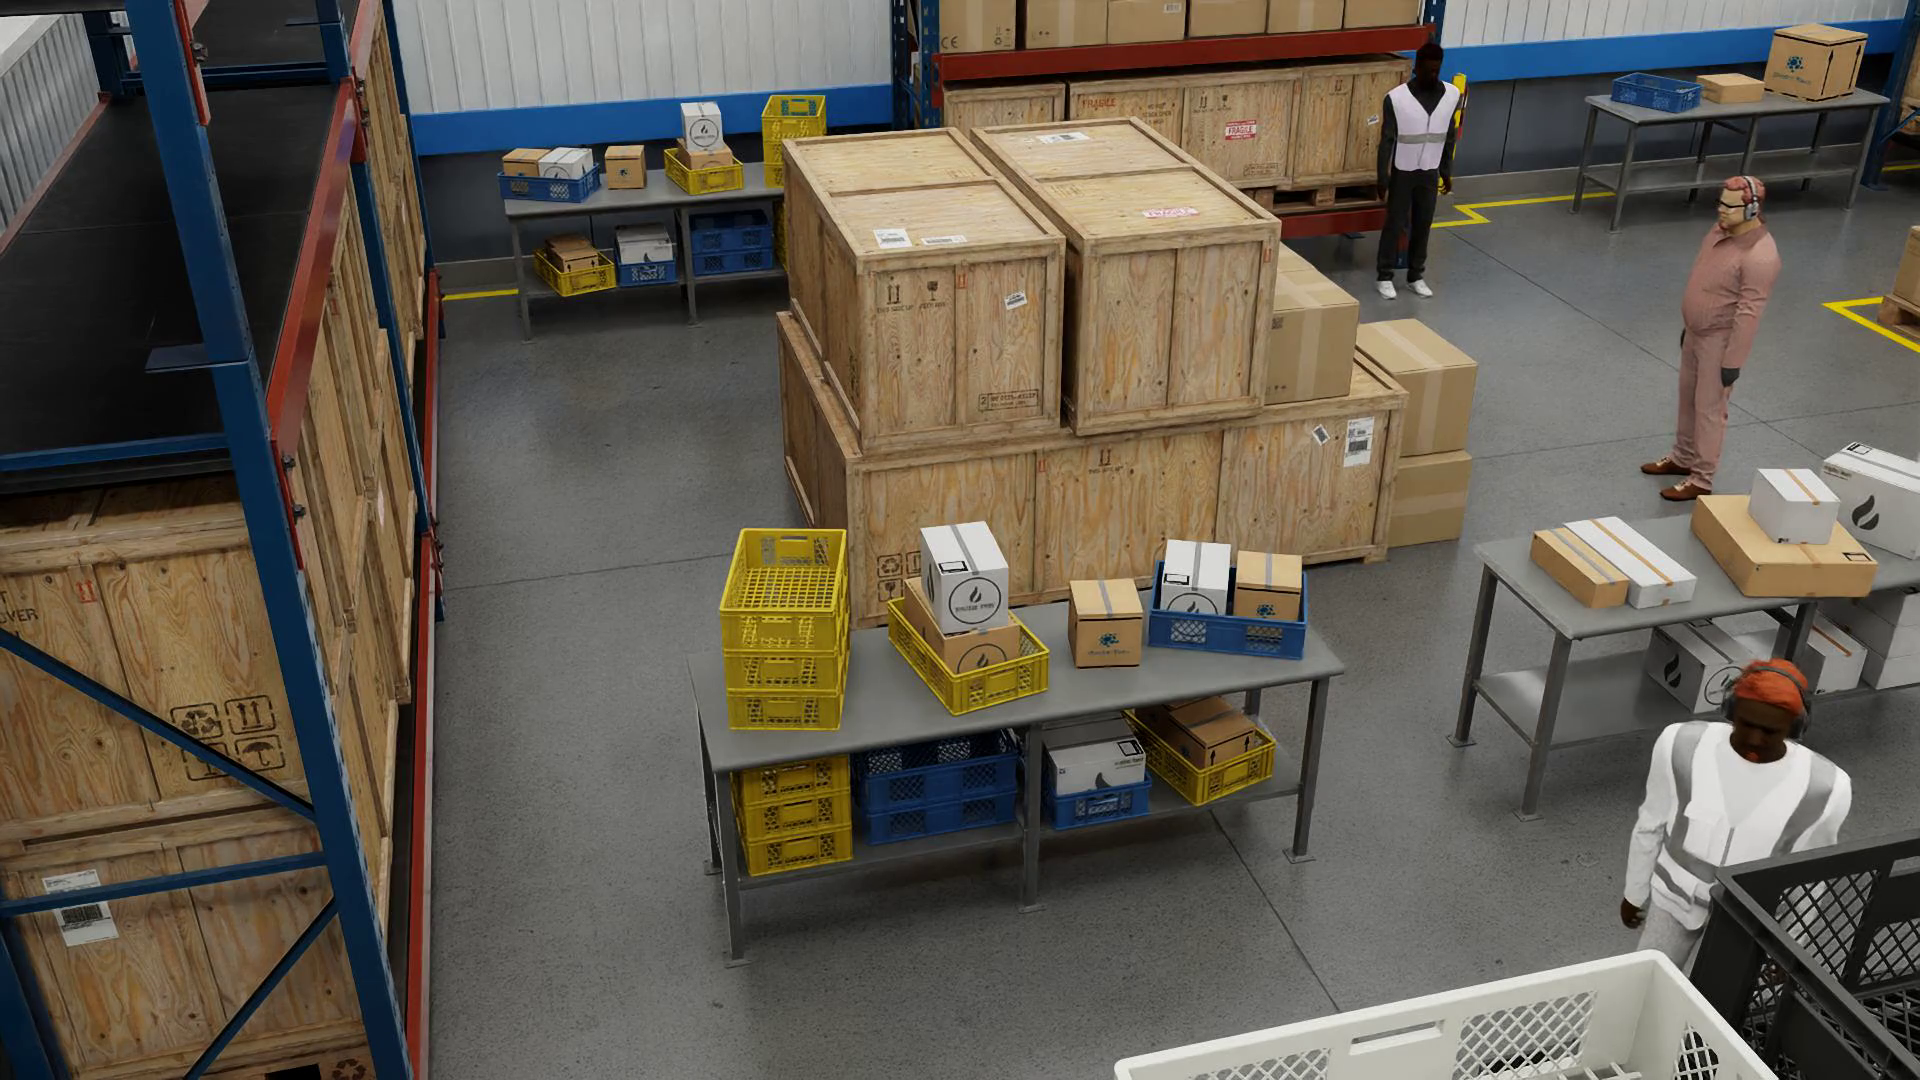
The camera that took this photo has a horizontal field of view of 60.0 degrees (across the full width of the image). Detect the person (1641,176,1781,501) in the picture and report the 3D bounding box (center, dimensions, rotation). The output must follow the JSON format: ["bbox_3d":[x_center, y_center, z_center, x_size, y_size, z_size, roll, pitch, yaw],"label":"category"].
[{"bbox_3d":[4.295,-1.146,9.497,0.397,1.899,0.648,0,29,0],"label":"person"}]

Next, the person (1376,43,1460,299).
[{"bbox_3d":[3.373,-2.746,12.392,0.600,1.907,0.398,-7,30,-12],"label":"person"}]

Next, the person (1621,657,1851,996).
[{"bbox_3d":[2.393,1.178,5.299,0.564,1.880,0.358,18,33,29],"label":"person"}]
